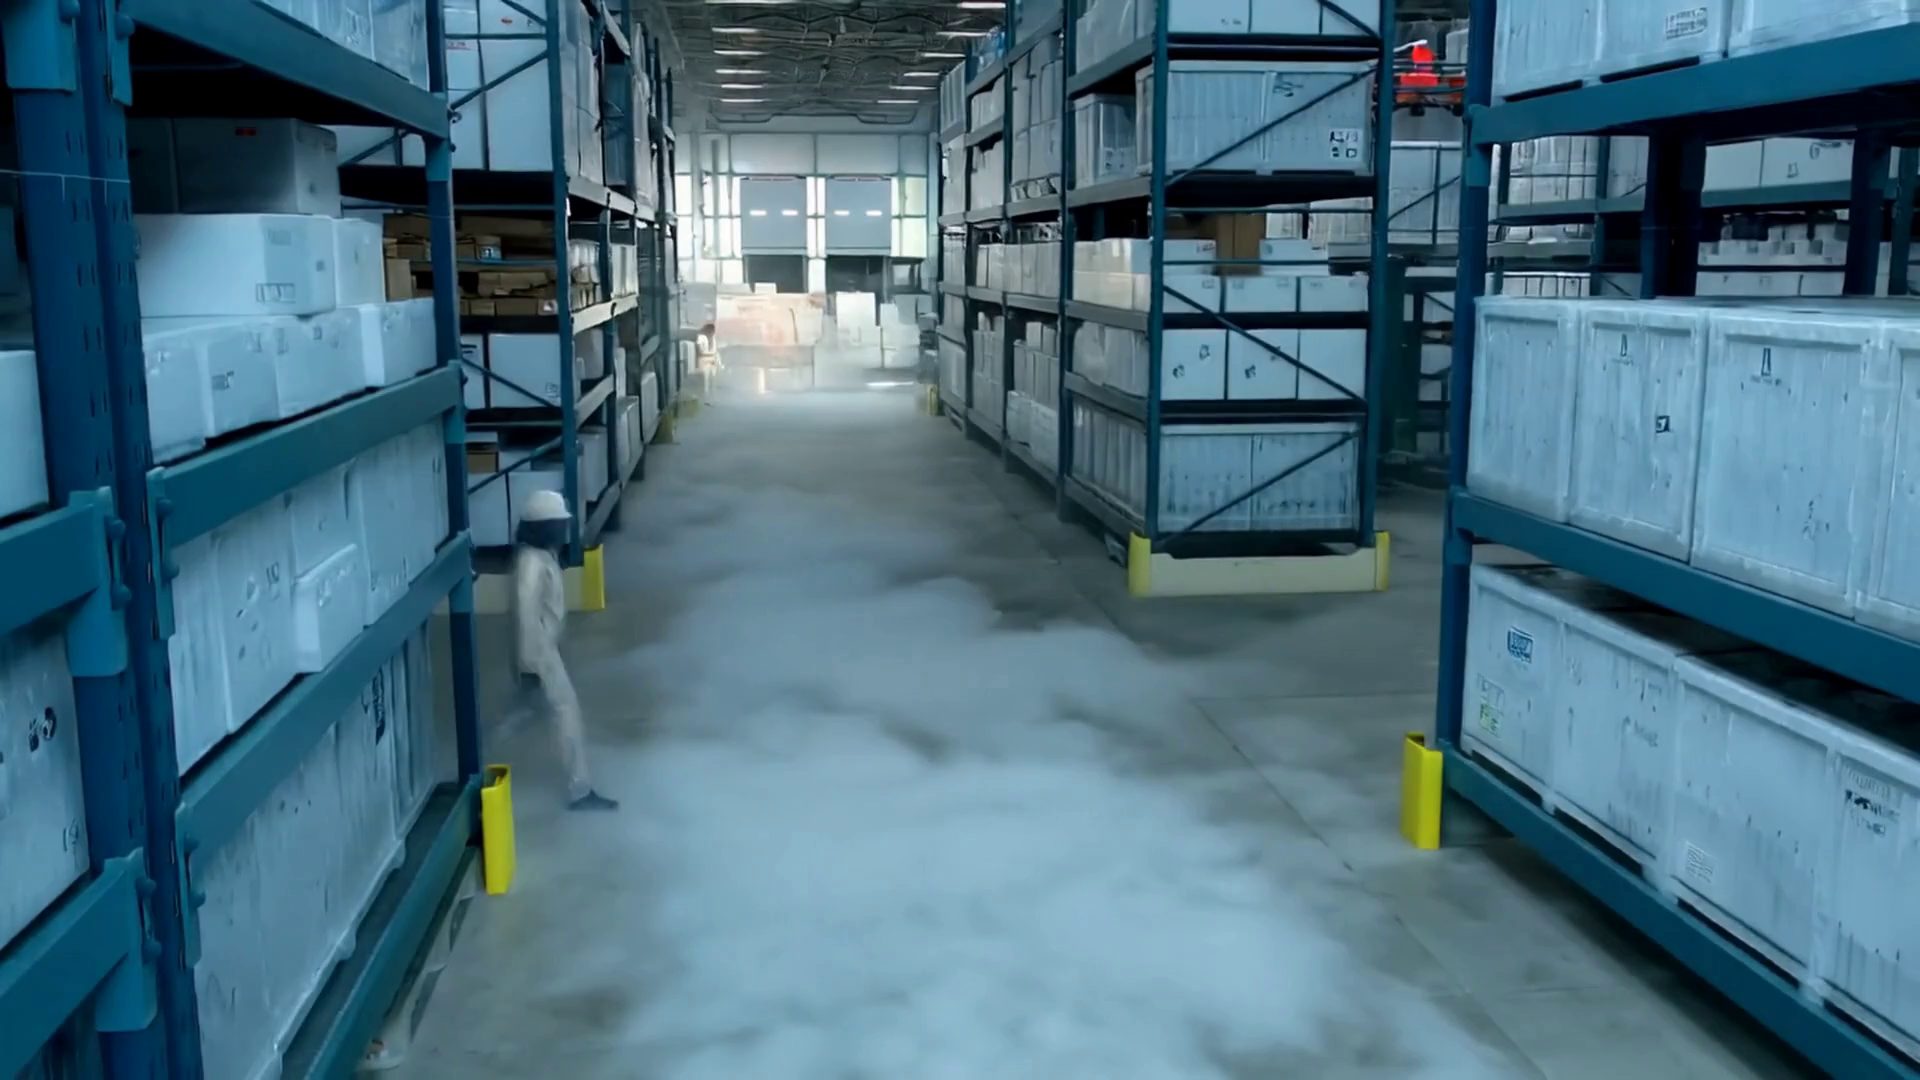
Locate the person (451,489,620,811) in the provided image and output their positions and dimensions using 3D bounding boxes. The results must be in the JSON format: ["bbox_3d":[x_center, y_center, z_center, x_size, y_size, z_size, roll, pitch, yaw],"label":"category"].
[{"bbox_3d":[-2.235,0.578,8.595,0.820,1.710,0.495,-1,10,-8],"label":"person"}]

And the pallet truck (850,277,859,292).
[{"bbox_3d":[-3.782,-9.391,65.808,1.885,1.965,0.823,2,10,10],"label":"pallet truck"}]

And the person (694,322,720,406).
[{"bbox_3d":[-4.832,-3.361,31.792,0.527,1.621,0.388,-8,13,-40],"label":"person"}]

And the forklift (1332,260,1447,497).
[{"bbox_3d":[4.999,-2.049,20.495,1.129,2.768,1.873,-5,11,-27],"label":"forklift"}]

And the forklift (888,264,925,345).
[{"bbox_3d":[-1.879,-7.661,53.164,1.129,2.768,1.873,-2,10,-14],"label":"forklift"}]
